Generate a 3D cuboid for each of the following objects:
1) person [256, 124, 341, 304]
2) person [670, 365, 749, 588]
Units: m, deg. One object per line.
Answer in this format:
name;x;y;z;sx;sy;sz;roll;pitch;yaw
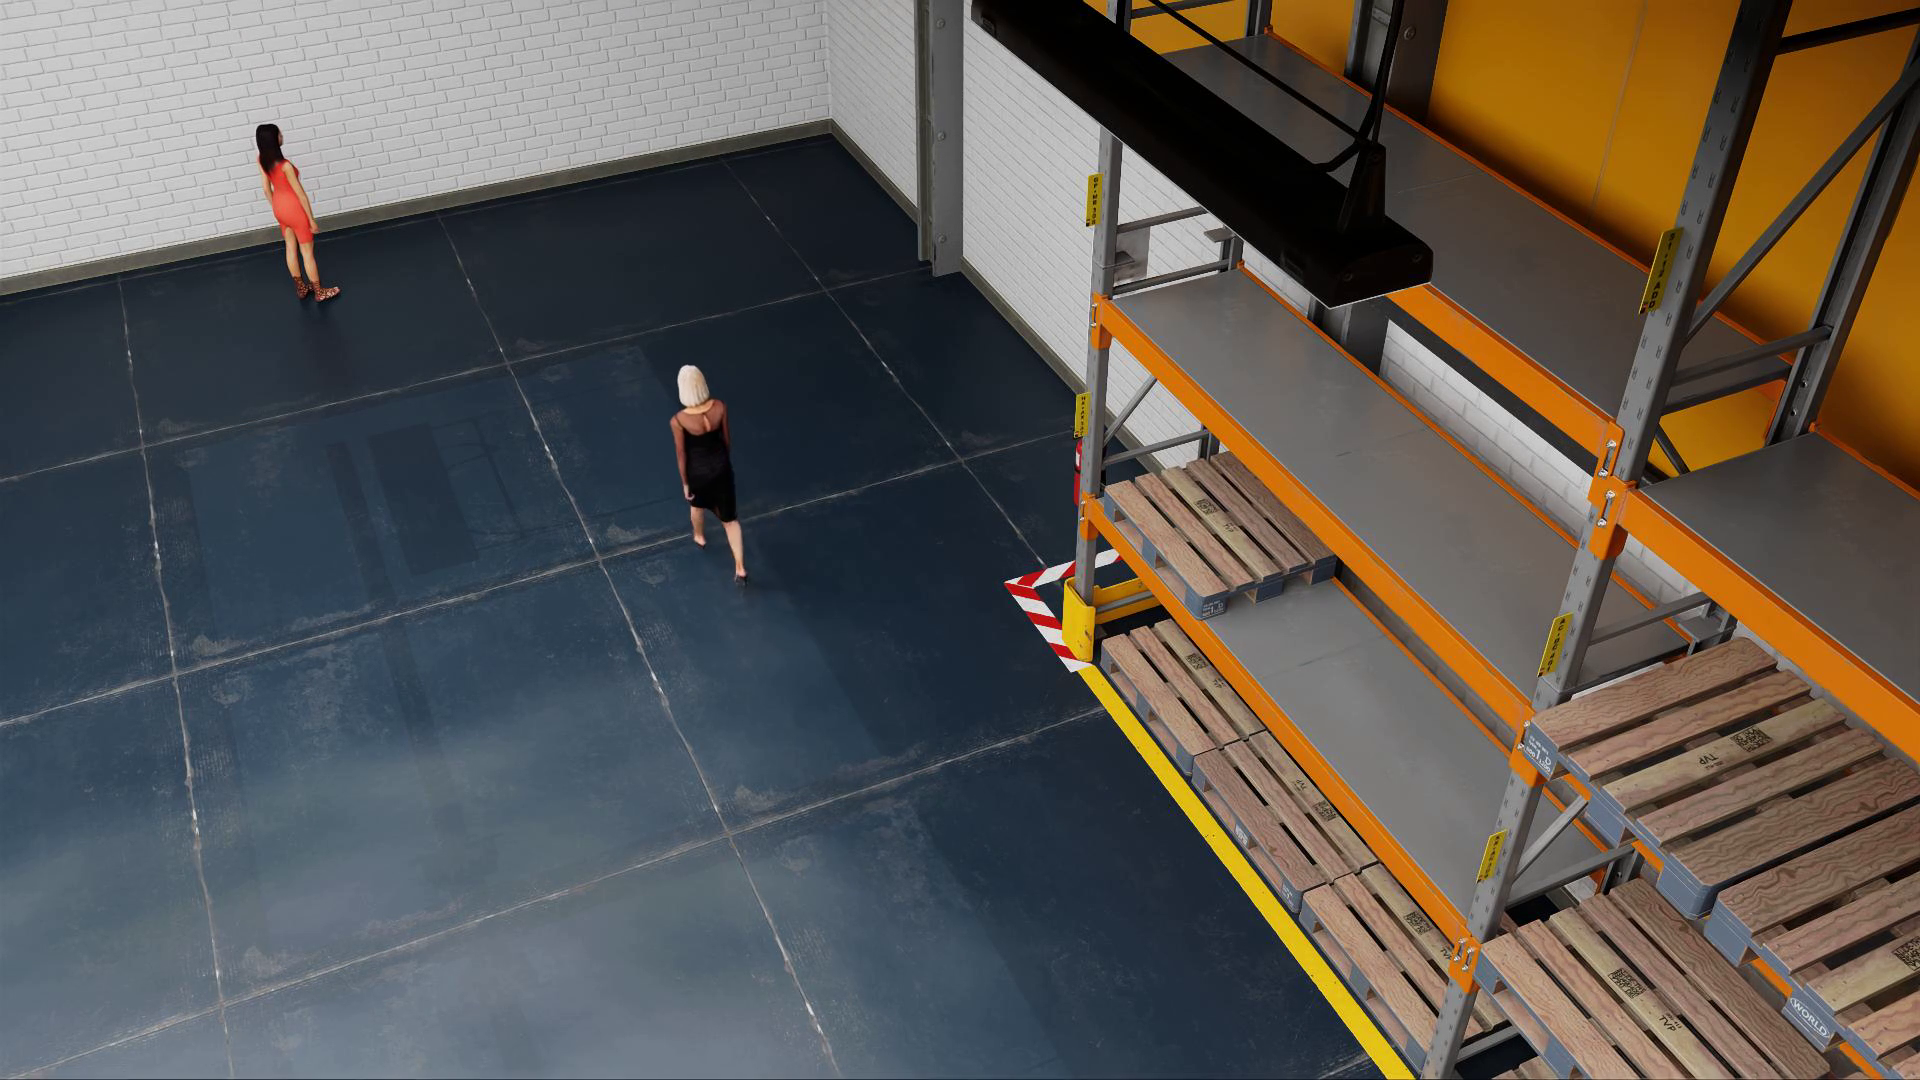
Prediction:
person;-6.018;-2.941;14.970;0.651;1.719;0.727;16;41;19
person;-1.749;-0.420;11.821;0.594;1.710;1.045;-15;41;-18
